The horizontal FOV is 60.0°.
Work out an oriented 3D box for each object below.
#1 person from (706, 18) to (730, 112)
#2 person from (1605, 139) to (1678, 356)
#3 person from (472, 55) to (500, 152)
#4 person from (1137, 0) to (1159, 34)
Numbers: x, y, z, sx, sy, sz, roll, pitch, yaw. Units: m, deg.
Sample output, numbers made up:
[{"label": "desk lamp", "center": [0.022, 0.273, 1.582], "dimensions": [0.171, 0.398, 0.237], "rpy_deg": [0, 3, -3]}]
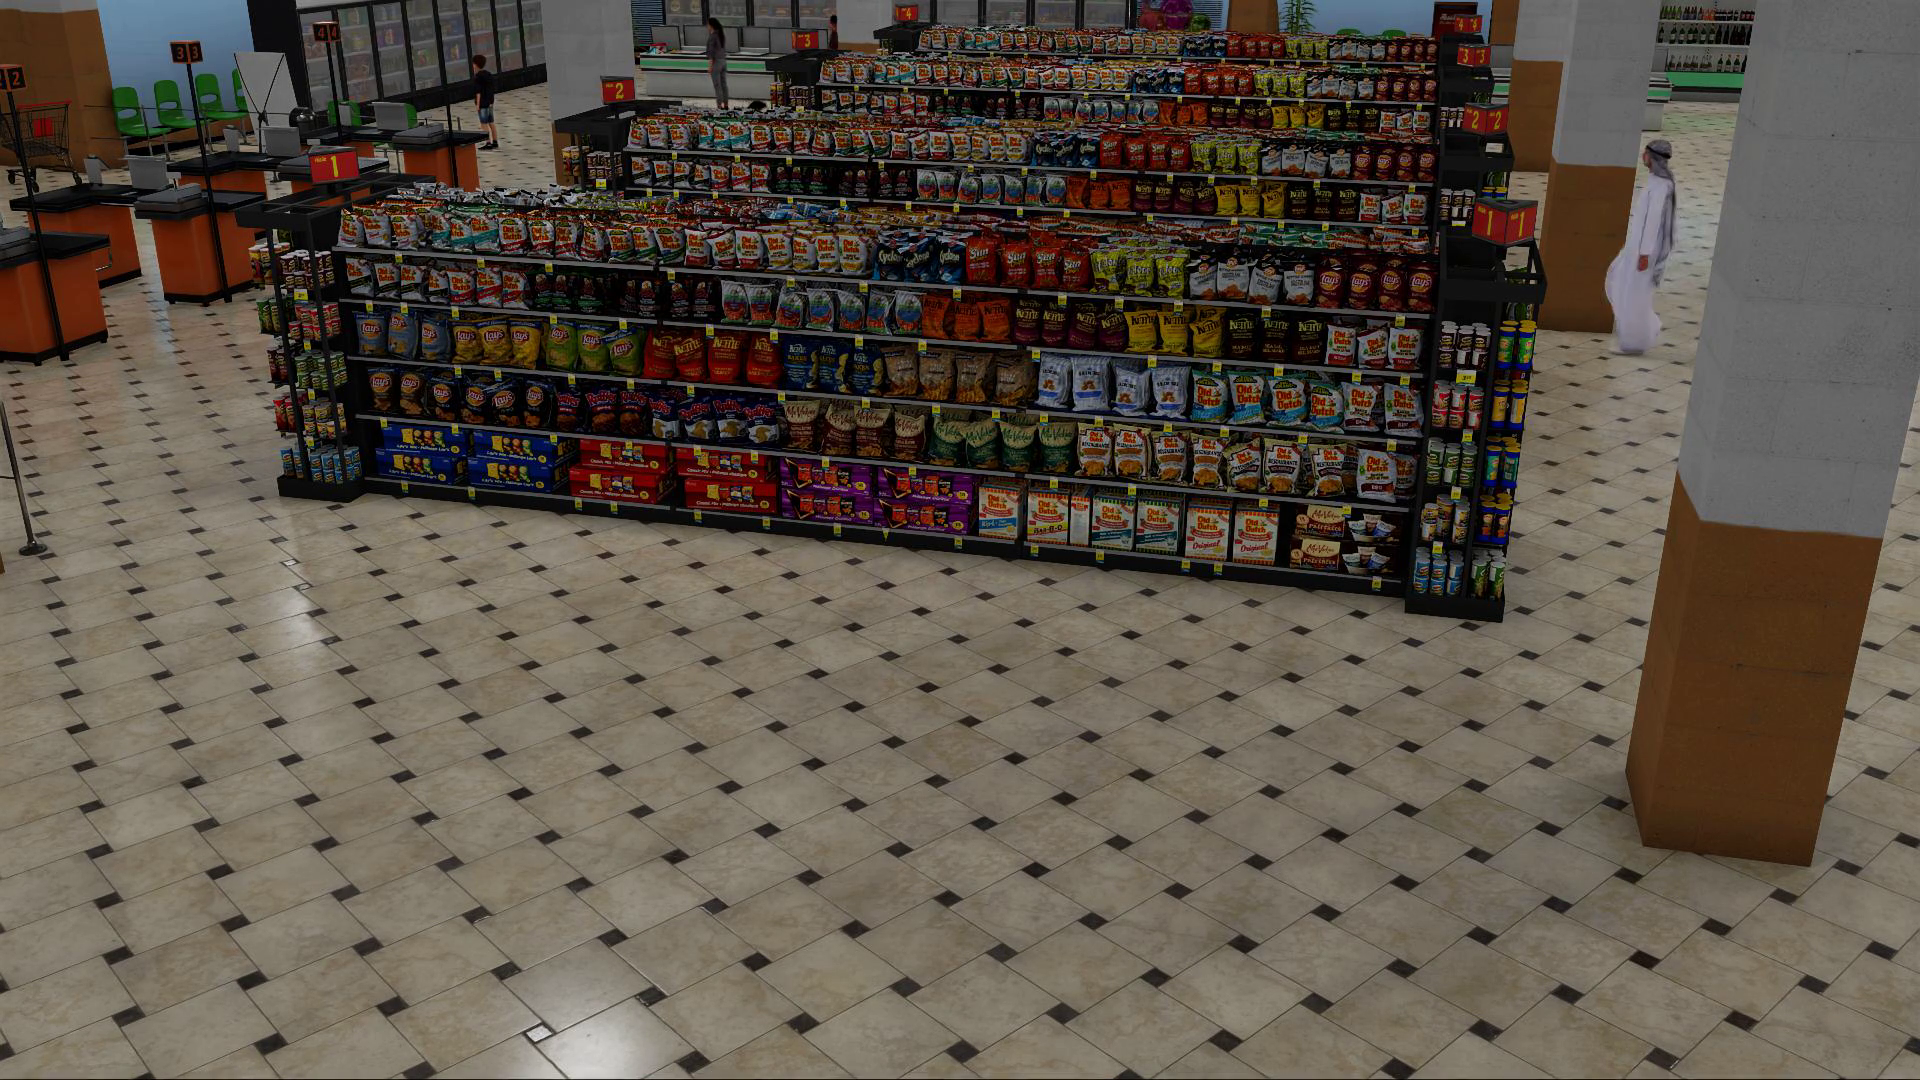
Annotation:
[{"label": "person", "center": [-4.295, -8.423, 29.580], "dimensions": [0.642, 1.678, 0.663], "rpy_deg": [11, 24, 25]}, {"label": "person", "center": [6.143, -2.554, 14.657], "dimensions": [0.770, 1.914, 0.717], "rpy_deg": [7, 23, 17]}, {"label": "person", "center": [-7.390, -6.790, 25.828], "dimensions": [0.509, 1.446, 0.545], "rpy_deg": [7, 23, 18]}, {"label": "person", "center": [3.674, -9.465, 32.032], "dimensions": [1.287, 1.783, 1.042], "rpy_deg": [18, 28, 38]}]
